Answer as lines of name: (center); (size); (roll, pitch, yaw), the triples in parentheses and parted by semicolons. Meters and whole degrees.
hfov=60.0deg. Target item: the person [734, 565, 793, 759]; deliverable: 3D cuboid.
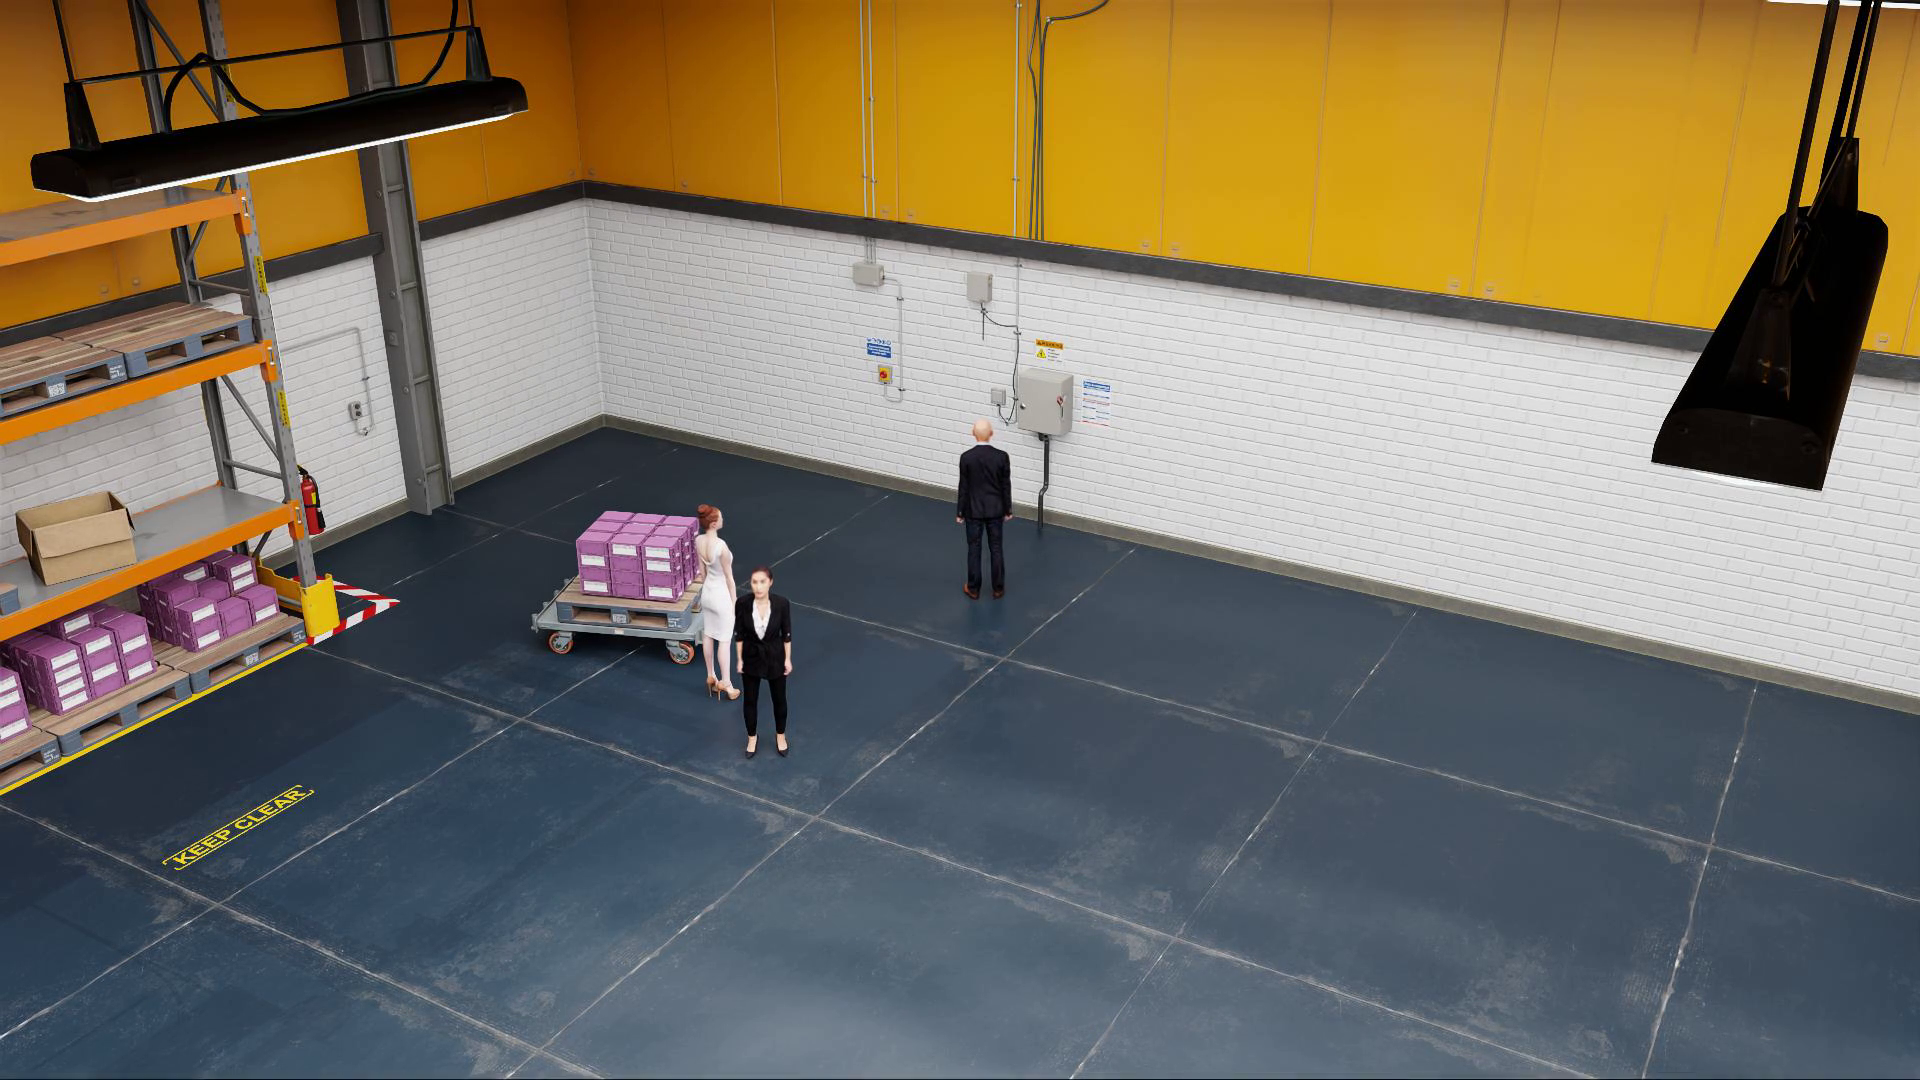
person: (-1.554, 0.954, 13.223); (0.691, 1.661, 0.720); (-1, 24, -3)

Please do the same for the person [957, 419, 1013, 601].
person: (0.231, -0.293, 15.906); (0.767, 1.797, 0.783); (-3, 24, -6)

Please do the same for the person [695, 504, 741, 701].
person: (-2.062, 0.519, 14.055); (0.607, 1.793, 0.545); (21, 31, 39)
